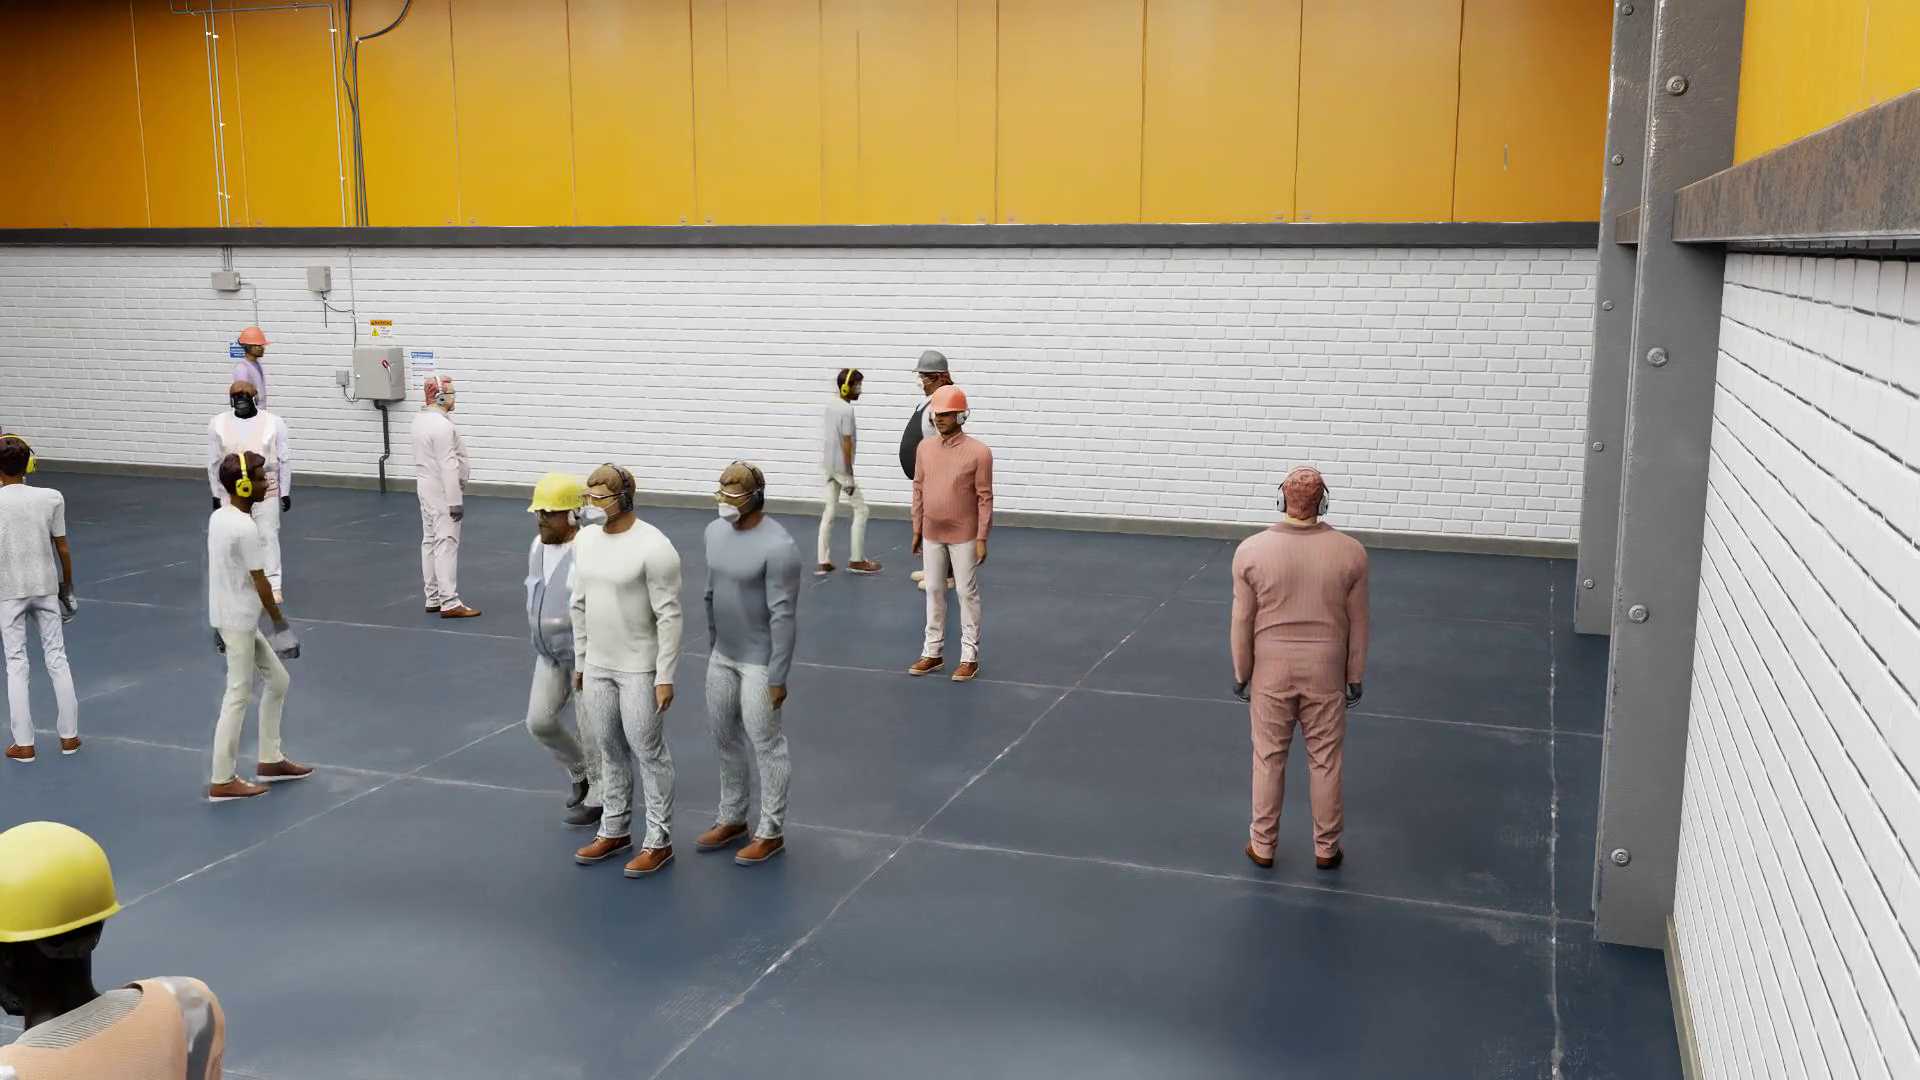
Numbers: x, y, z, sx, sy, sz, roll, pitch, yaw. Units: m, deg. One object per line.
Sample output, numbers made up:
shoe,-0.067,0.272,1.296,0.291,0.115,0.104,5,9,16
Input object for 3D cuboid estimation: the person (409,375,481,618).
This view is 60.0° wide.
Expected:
person,-4.064,-0.342,13.122,0.403,1.911,0.637,-7,12,-35

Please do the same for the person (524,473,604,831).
person,-1.935,0.561,8.285,0.609,1.816,0.426,7,12,34

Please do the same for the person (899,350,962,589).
person,-0.250,-0.603,14.217,0.537,2.000,0.675,-1,10,-7

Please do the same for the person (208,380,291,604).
person,-5.768,-0.379,13.517,0.620,1.845,0.430,-3,10,-14

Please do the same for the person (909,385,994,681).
person,-0.069,-0.047,11.212,0.611,1.996,0.378,6,12,30

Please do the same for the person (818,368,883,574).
person,-0.996,-0.605,14.789,0.625,1.840,0.643,-6,12,-30

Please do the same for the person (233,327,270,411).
person,-7.785,-1.335,18.378,0.429,2.034,0.612,-1,10,-5

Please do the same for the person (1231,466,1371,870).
person,1.583,0.604,7.795,0.641,1.909,0.409,1,10,7

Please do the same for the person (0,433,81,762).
person,-5.315,0.326,9.459,0.519,1.874,0.327,-8,13,-39

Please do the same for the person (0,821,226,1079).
person,-1.579,1.441,3.022,0.363,1.928,0.587,4,11,21

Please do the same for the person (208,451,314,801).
person,-3.714,0.450,8.827,0.696,1.851,0.506,-6,12,-32

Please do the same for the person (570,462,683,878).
person,-1.560,0.597,7.742,0.633,1.938,0.356,7,12,33

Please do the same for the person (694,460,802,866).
person,-0.998,0.578,7.882,0.644,1.931,0.389,10,14,44
